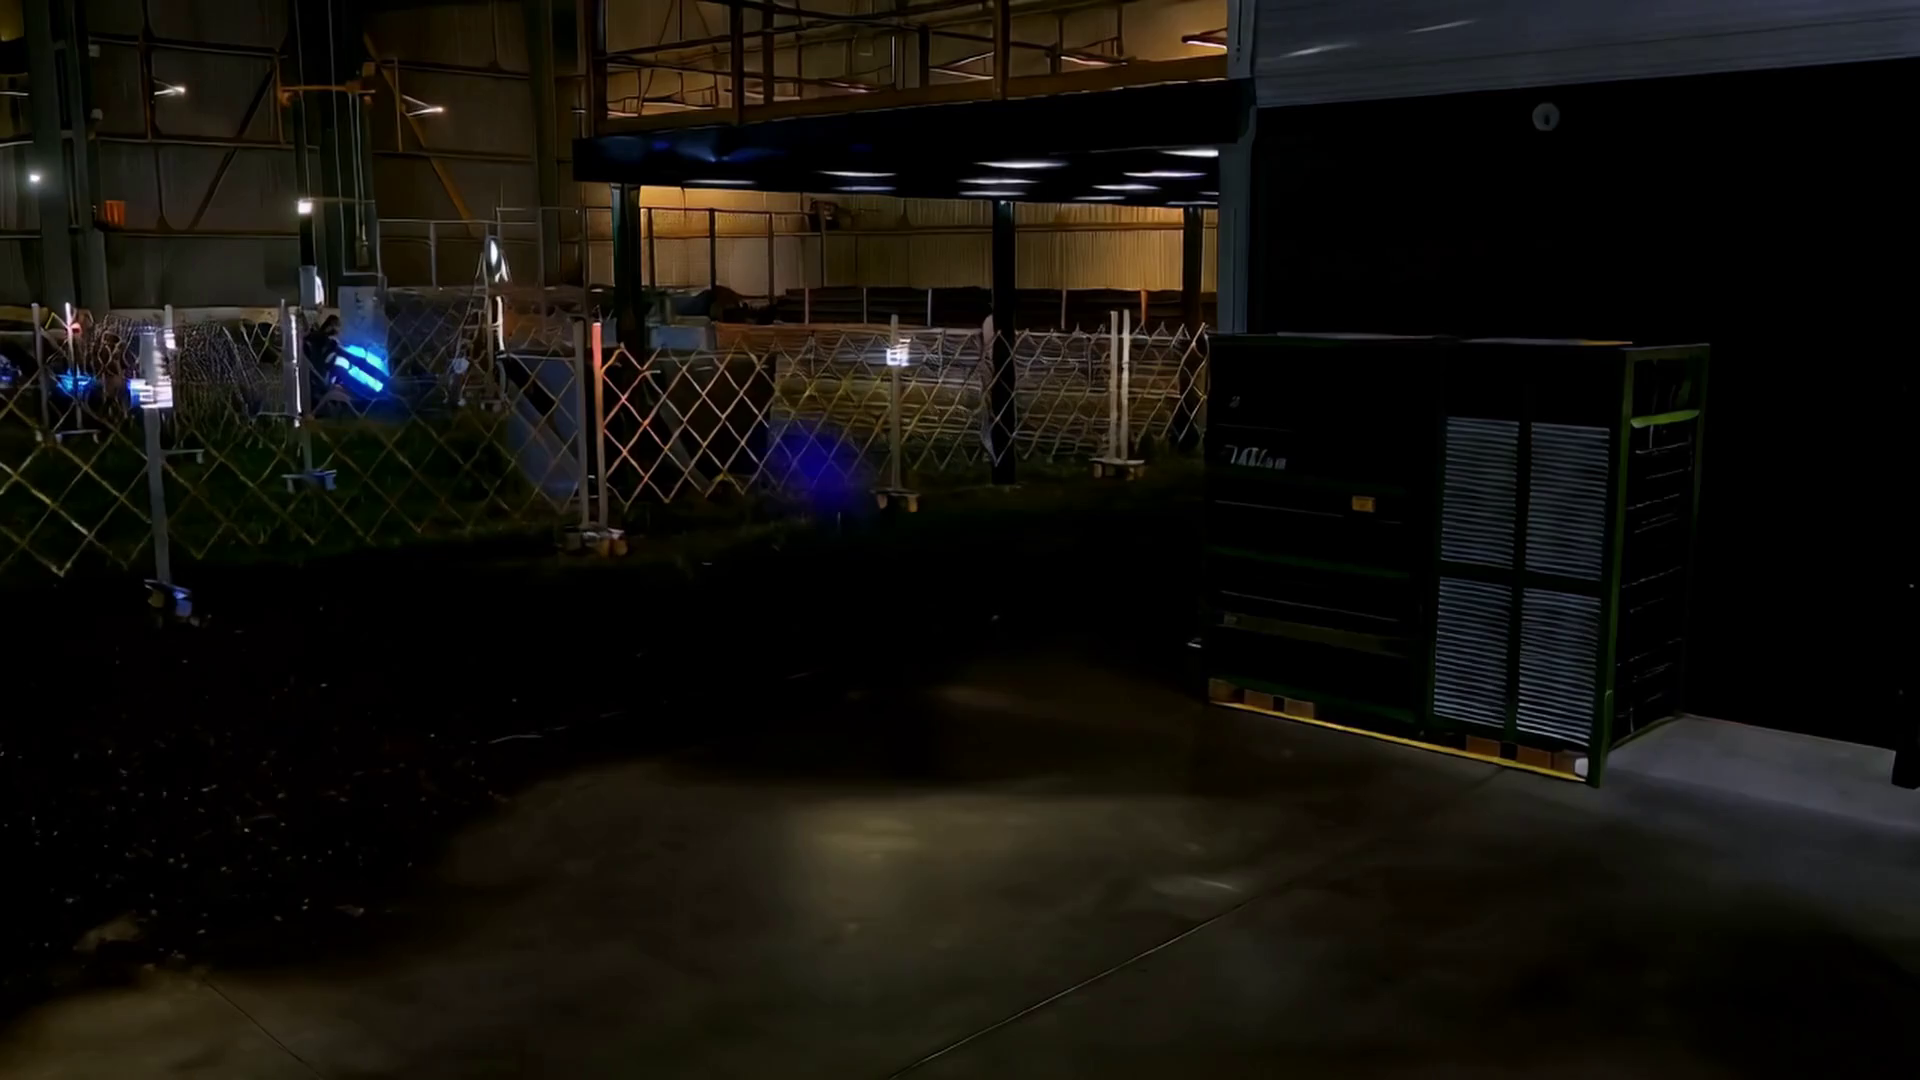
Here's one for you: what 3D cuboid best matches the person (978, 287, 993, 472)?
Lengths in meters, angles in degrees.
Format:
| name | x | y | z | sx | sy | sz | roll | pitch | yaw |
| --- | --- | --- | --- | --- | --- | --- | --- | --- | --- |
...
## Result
| name | x | y | z | sx | sy | sz | roll | pitch | yaw |
| --- | --- | --- | --- | --- | --- | --- | --- | --- | --- |
| person | 0.361 | -1.633 | 17.004 | 0.342 | 1.882 | 0.587 | 1 | 9 | 8 |
